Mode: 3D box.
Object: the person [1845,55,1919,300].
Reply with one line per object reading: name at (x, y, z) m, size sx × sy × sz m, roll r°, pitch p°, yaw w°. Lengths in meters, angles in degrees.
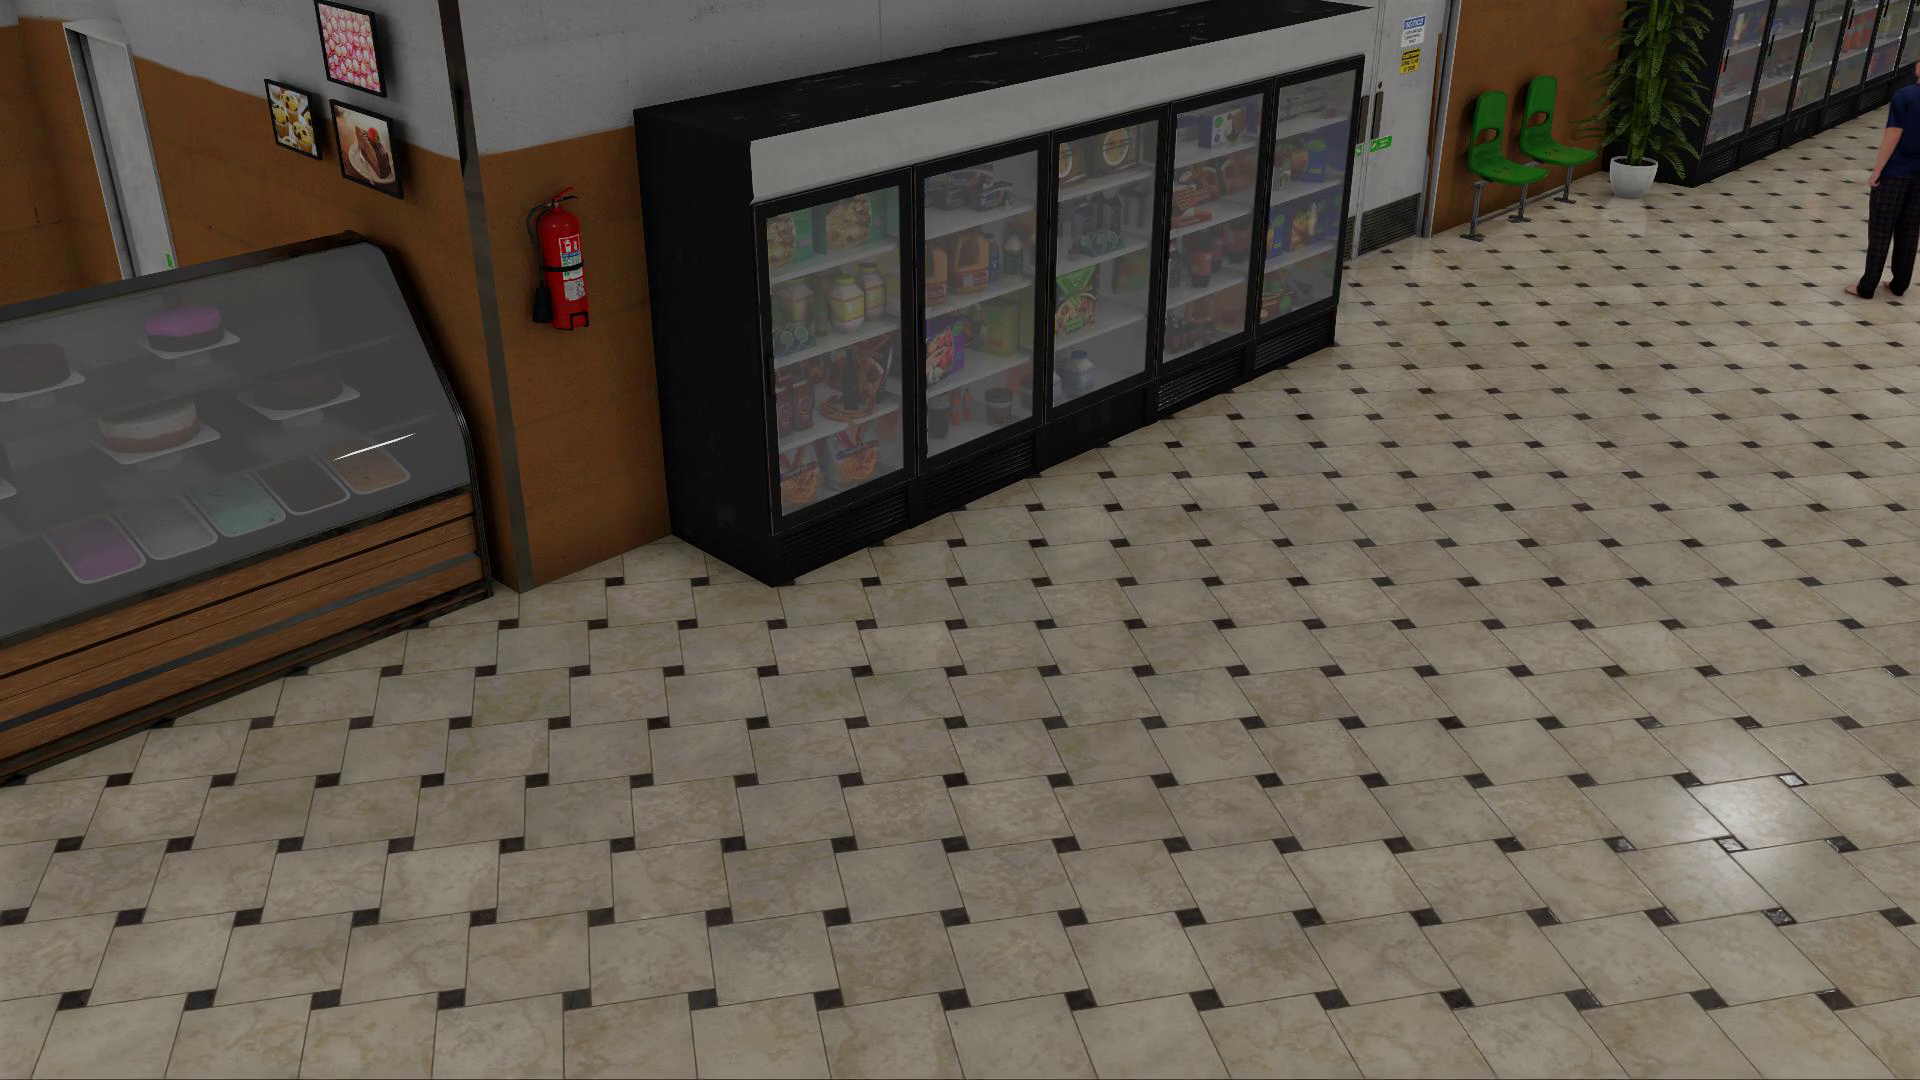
person at (7.007, -2.726, 12.336) m, size 0.735 × 1.871 × 0.761 m, roll -4°, pitch 27°, yaw -7°
